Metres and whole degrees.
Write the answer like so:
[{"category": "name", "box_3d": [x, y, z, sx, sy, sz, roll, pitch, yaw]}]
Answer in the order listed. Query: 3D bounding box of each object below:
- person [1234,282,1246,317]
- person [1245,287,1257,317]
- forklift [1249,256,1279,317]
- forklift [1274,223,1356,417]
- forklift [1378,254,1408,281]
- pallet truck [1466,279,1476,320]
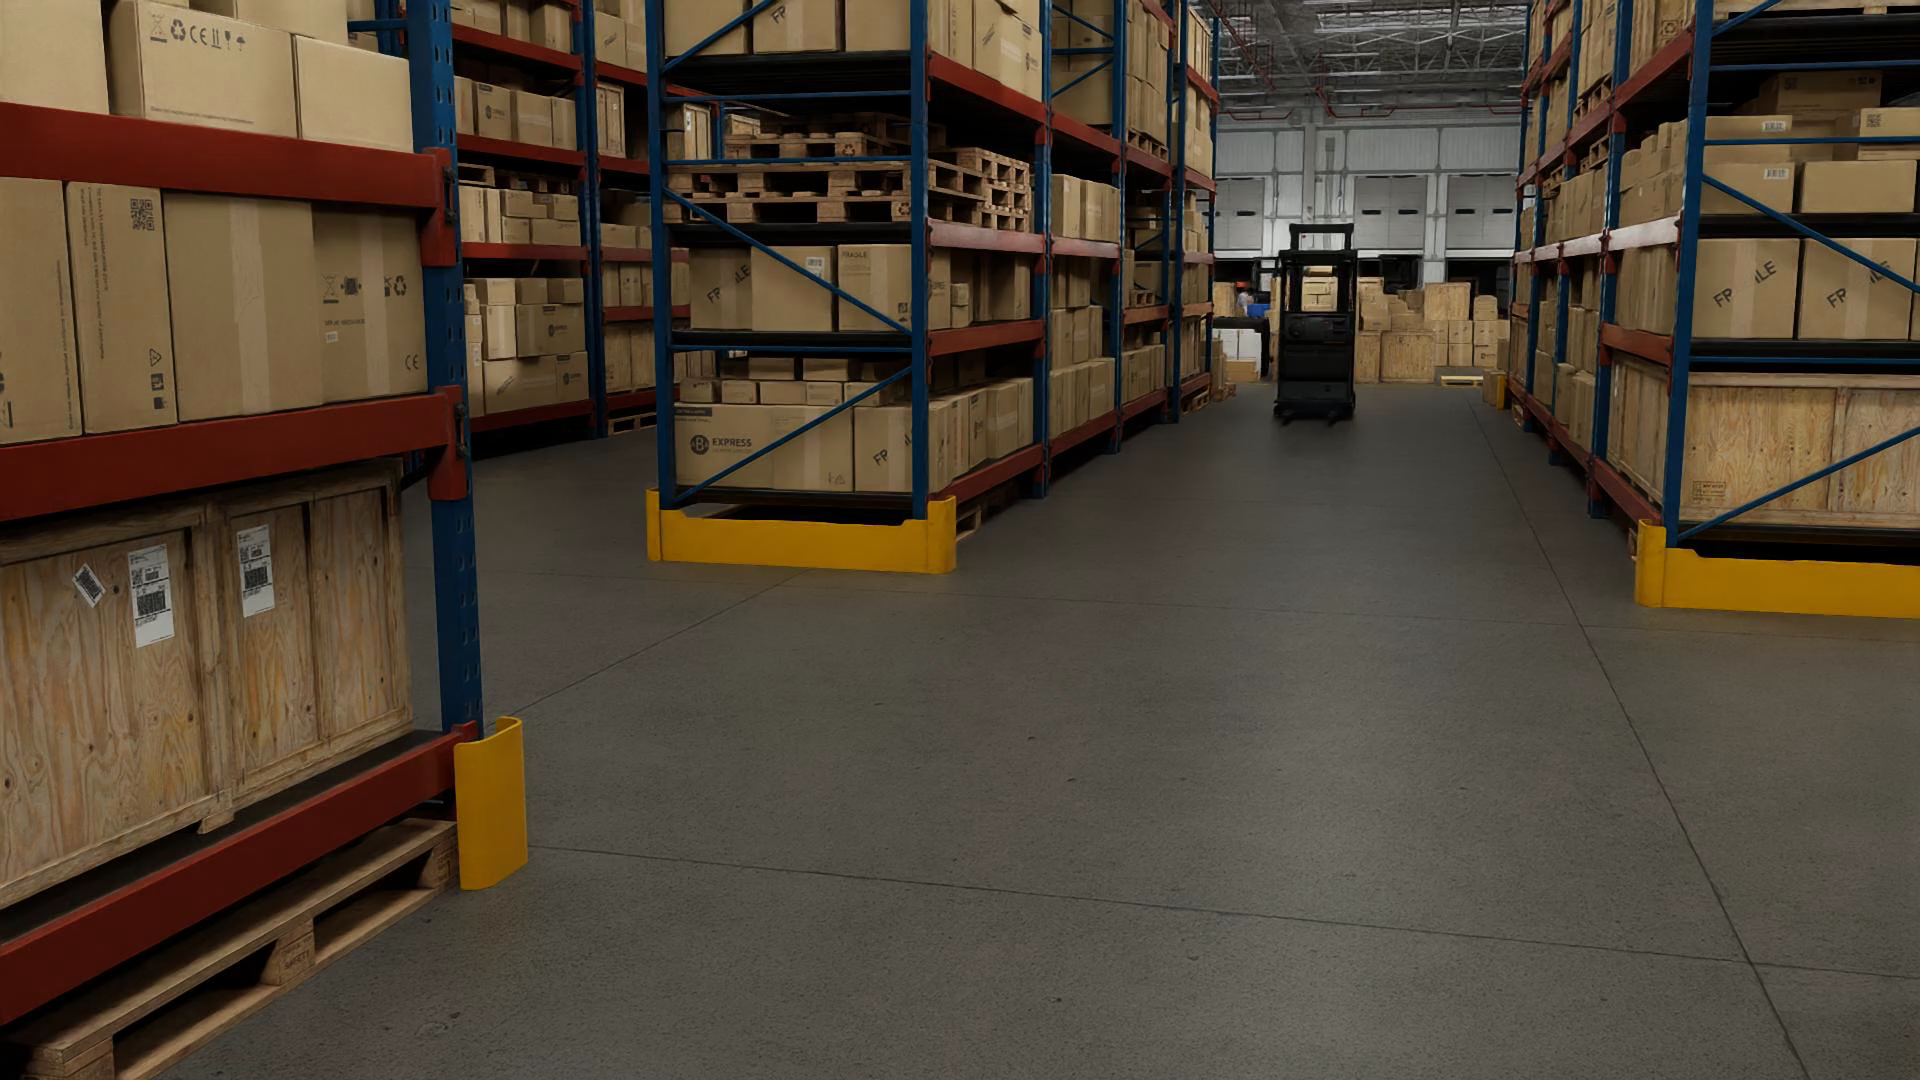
[{"category": "person", "box_3d": [8.736, -7.170, 52.405, 0.724, 1.914, 0.546, -1, 9, -8]}, {"category": "person", "box_3d": [10.807, -8.563, 61.910, 0.538, 1.698, 0.319, 4, 10, 26]}, {"category": "forklift", "box_3d": [11.325, -9.117, 61.693, 1.129, 2.768, 1.873, 2, 9, 15]}, {"category": "forklift", "box_3d": [5.330, -3.293, 24.691, 1.129, 2.768, 1.873, 2, 9, 15]}, {"category": "forklift", "box_3d": [14.512, -8.215, 55.966, 1.129, 2.768, 1.873, -2, 9, -13]}, {"category": "pallet truck", "box_3d": [18.896, -8.459, 60.307, 1.885, 1.965, 0.823, 5, 10, 31]}]
